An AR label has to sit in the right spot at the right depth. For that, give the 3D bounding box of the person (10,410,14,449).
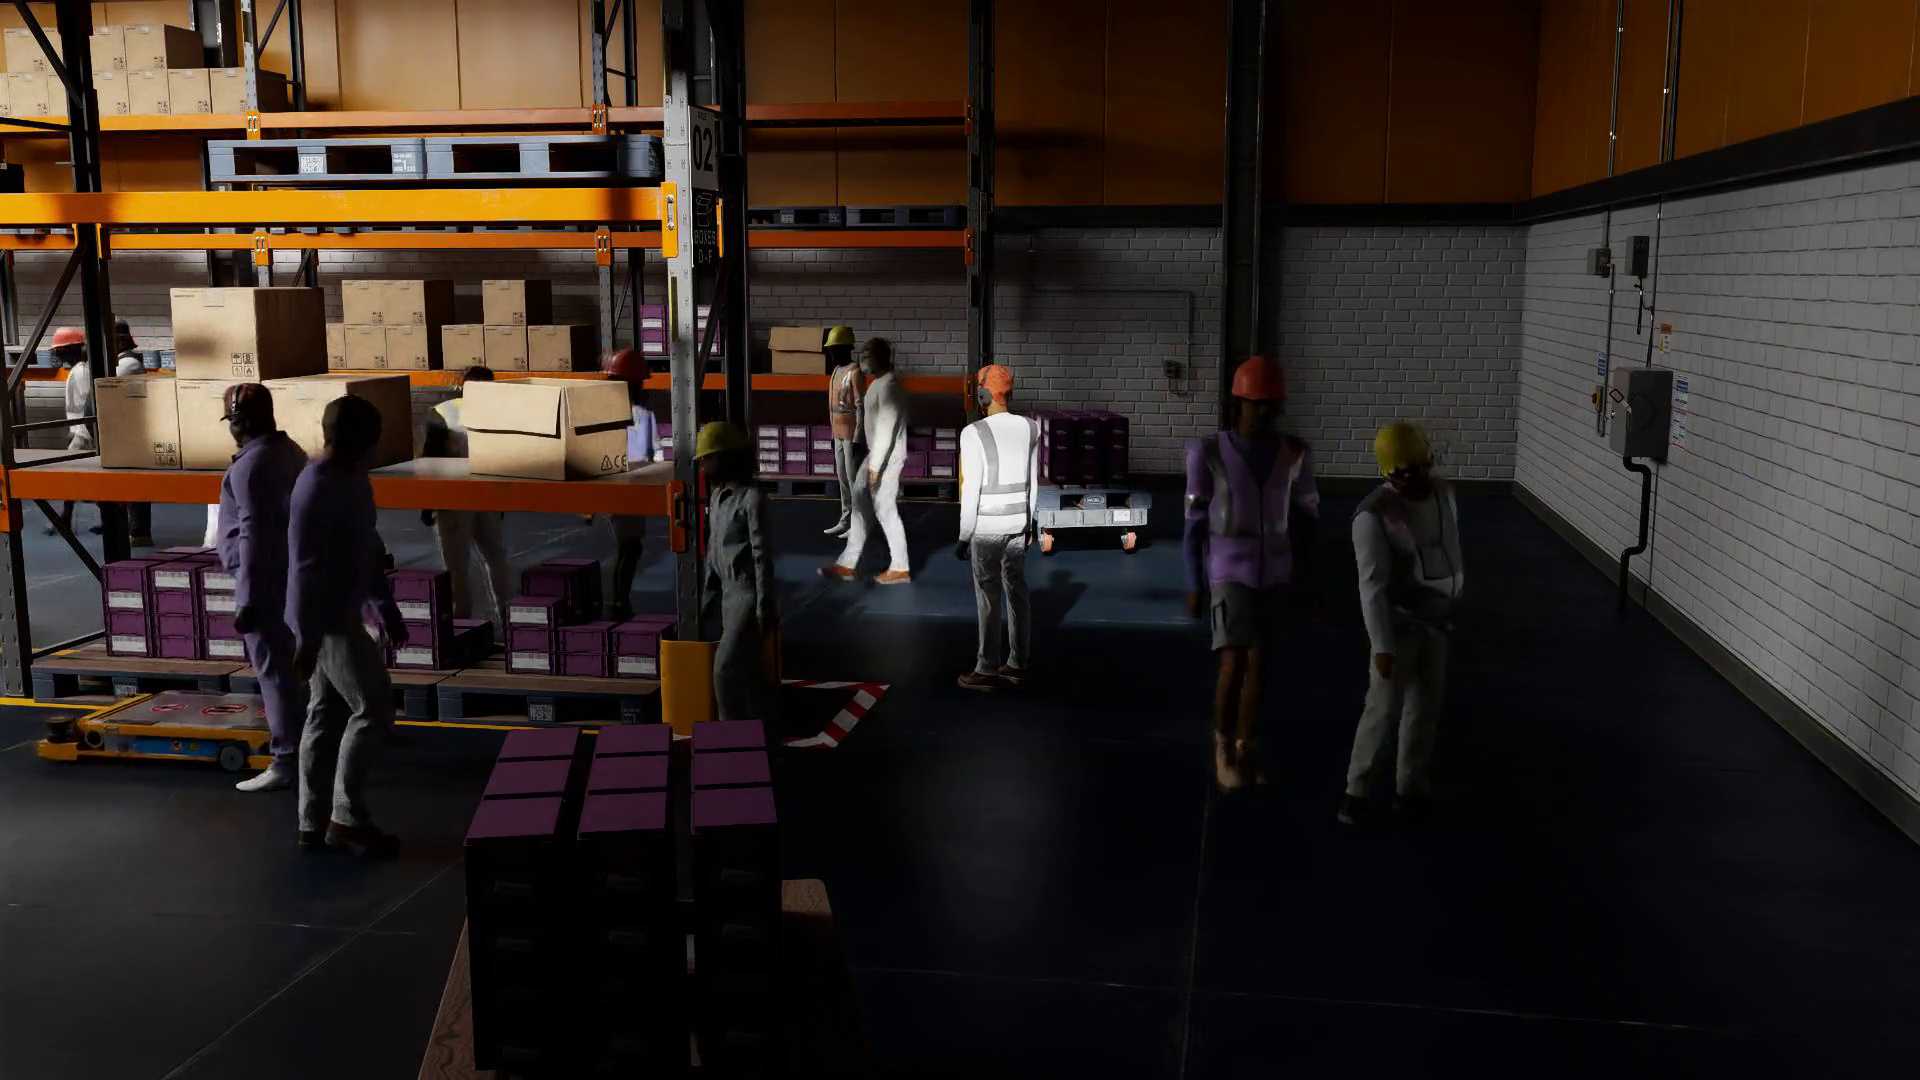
[{"bbox_3d":[-6.610,-0.305,11.180,0.506,1.845,0.342,-3,10,-20],"label":"person"}]

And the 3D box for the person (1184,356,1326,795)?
[{"bbox_3d":[1.367,0.179,7.609,0.625,2.026,0.513,-2,9,-12],"label":"person"}]

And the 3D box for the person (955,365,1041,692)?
[{"bbox_3d":[0.213,-0.067,9.592,0.576,1.882,0.351,-8,12,-42],"label":"person"}]

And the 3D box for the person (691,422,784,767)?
[{"bbox_3d":[-1.083,0.303,7.833,0.643,1.704,0.535,-6,11,-32],"label":"person"}]

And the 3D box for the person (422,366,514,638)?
[{"bbox_3d":[-3.202,-0.222,10.838,0.432,1.802,0.694,7,12,37],"label":"person"}]

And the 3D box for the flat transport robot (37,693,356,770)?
[{"bbox_3d":[-3.756,0.940,8.326,1.431,0.197,0.652,1,9,9],"label":"flat transport robot"}]

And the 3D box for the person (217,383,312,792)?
[{"bbox_3d":[-3.242,0.220,7.767,0.399,1.899,0.643,0,9,-1],"label":"person"}]

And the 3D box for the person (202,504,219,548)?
[{"bbox_3d":[-5.973,-0.716,13.372,0.917,1.953,0.617,-6,11,-33],"label":"person"}]

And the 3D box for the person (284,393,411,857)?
[{"bbox_3d":[-2.525,0.355,6.865,0.571,1.913,0.647,-2,9,-10],"label":"person"}]

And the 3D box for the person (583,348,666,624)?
[{"bbox_3d":[-2.165,-0.302,10.960,0.627,1.911,0.574,5,10,27],"label":"person"}]

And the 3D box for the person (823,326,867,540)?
[{"bbox_3d":[-1.040,-0.967,15.041,0.382,1.923,0.594,-4,10,-26],"label":"person"}]

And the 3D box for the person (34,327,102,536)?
[{"bbox_3d":[-8.126,-0.978,15.181,0.860,1.899,0.560,-4,10,-24],"label":"person"}]

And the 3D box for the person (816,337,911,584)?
[{"bbox_3d":[-0.742,-0.591,12.758,0.789,1.905,0.668,-2,9,-13],"label":"person"}]

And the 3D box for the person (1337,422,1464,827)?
[{"bbox_3d":[1.953,0.370,7.226,0.667,1.782,0.405,-8,12,-39],"label":"person"}]

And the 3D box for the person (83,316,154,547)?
[{"bbox_3d":[-7.382,-0.953,14.597,0.536,2.000,0.688,-5,10,-28],"label":"person"}]
